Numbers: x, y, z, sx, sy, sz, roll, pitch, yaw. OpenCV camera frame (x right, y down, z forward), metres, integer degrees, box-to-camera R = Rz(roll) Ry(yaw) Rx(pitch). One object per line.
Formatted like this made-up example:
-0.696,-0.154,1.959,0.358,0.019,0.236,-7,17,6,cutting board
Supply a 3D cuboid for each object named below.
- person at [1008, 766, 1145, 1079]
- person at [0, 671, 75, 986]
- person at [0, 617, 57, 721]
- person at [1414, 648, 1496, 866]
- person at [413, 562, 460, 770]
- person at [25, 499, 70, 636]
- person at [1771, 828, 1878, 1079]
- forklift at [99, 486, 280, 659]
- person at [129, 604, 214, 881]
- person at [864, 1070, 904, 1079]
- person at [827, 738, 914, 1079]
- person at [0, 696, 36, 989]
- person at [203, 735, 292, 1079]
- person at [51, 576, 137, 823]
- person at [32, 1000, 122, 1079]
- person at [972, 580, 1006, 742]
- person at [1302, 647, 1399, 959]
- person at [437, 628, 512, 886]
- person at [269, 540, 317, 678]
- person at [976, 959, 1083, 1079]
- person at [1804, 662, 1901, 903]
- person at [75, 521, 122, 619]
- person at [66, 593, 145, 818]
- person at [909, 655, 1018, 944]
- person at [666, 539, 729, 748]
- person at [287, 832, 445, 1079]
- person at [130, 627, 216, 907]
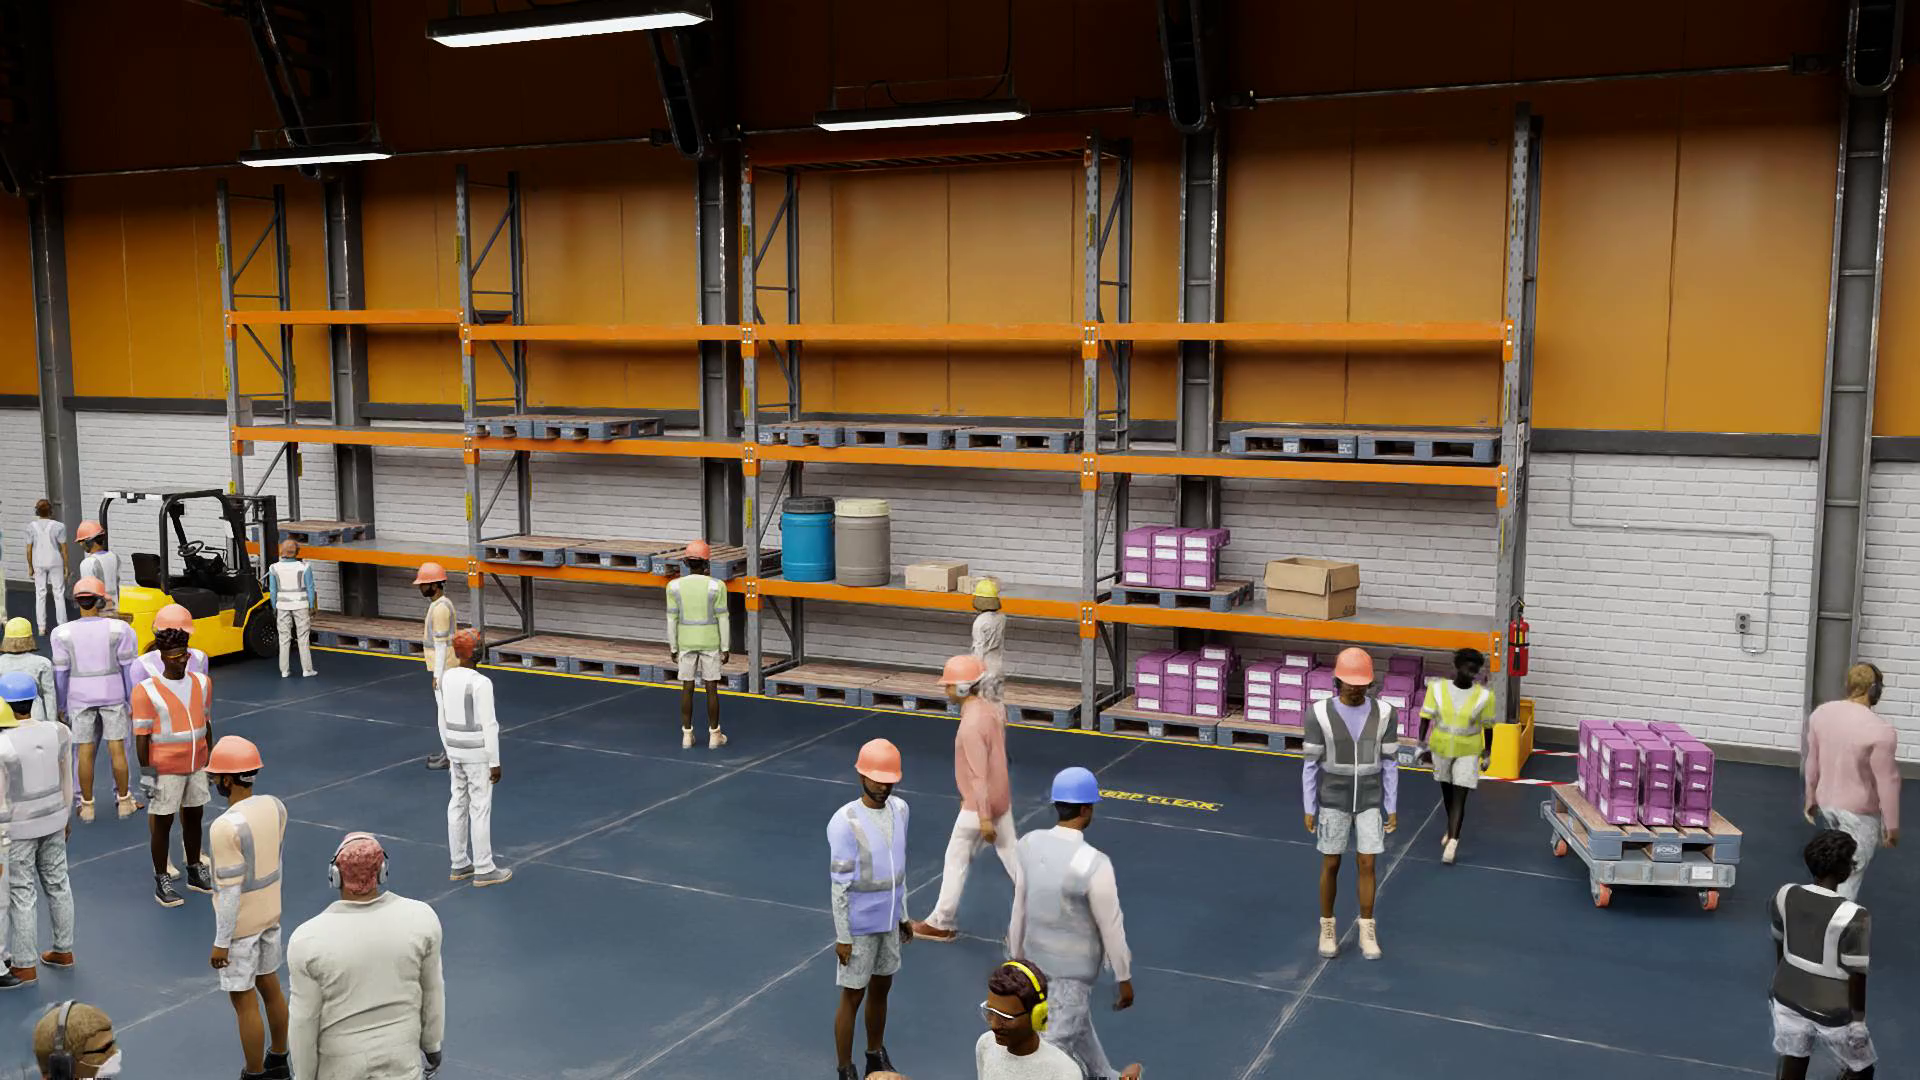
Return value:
0.595,2.056,8.207,1.040,1.875,0.652,-5,9,-38,person
-5.768,1.772,10.297,0.384,1.949,0.605,3,7,23,person
-7.580,1.490,13.461,0.494,1.743,0.308,-3,8,-26,person
3.814,1.624,12.778,0.542,1.638,0.893,4,8,29,person
-4.842,1.164,15.424,0.395,1.929,0.539,-2,7,-20,person
-12.235,0.367,22.326,0.507,1.846,0.343,-2,7,-17,person
4.106,2.190,7.885,0.435,1.682,0.552,-3,8,-23,person
-9.426,0.454,20.179,1.214,2.155,2.313,3,8,26,forklift
-5.801,1.480,12.333,0.377,2.041,0.607,4,8,29,person
-0.186,2.538,5.357,0.534,1.603,0.565,5,8,34,person
-0.438,1.976,8.665,0.376,1.934,0.547,6,9,39,person
-5.920,1.851,10.196,0.403,1.817,0.601,-4,8,-28,person
-3.737,1.973,8.671,0.357,1.936,0.551,1,7,7,person
-7.130,1.314,13.734,0.605,2.033,0.392,-3,8,-25,person
-2.834,2.406,5.363,1.043,1.880,0.635,-1,7,-11,person
0.246,1.239,15.539,0.295,1.744,0.485,4,8,30,person
2.510,1.686,10.689,0.611,2.031,0.410,0,7,1,person
-3.560,1.579,12.152,0.581,1.884,0.351,5,8,35,person
-7.819,0.812,19.506,0.512,1.637,0.307,-1,7,-4,person
0.218,2.363,5.804,0.326,1.858,0.508,-6,9,-42,person
5.764,1.736,10.703,0.505,1.915,0.664,-2,7,-15,person
-9.281,0.808,17.911,0.388,2.034,0.605,0,7,3,person
-7.124,1.373,13.857,0.402,1.895,0.662,6,9,39,person
0.159,1.714,10.890,0.993,1.937,0.591,2,7,19,person
-2.537,1.013,16.180,0.607,2.044,0.372,0,7,3,person
-2.525,2.181,7.081,0.651,1.907,0.409,-5,9,-36,person
-5.534,1.583,11.781,0.362,1.965,0.612,4,8,28,person
